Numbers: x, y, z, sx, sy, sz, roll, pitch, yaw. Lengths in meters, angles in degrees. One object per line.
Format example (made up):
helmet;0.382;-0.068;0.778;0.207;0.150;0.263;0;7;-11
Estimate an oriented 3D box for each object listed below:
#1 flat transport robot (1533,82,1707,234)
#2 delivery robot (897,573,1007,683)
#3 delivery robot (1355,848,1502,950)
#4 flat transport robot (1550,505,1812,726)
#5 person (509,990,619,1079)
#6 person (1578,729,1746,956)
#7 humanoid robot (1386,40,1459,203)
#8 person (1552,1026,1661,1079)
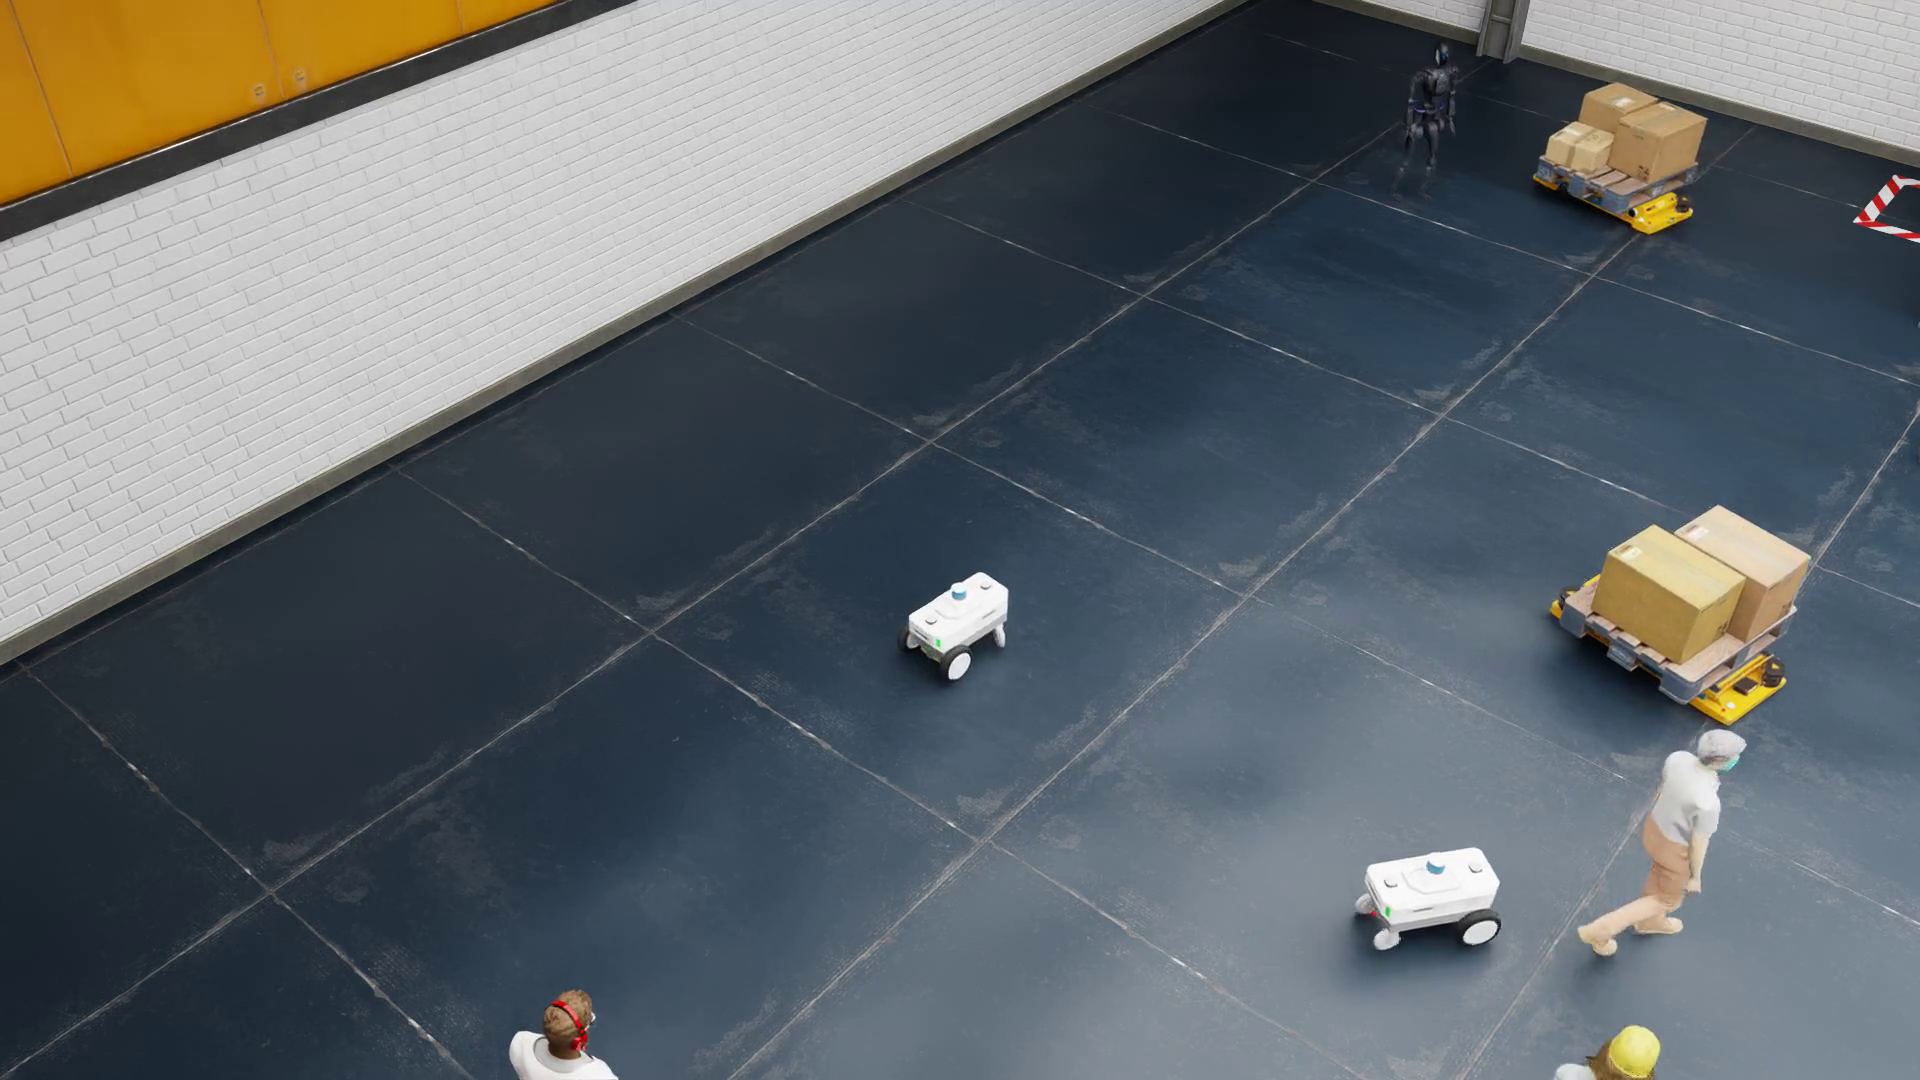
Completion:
flat transport robot;6.521;-3.493;16.622;0.659;0.231;1.431;-24;45;-27
delivery robot;-0.014;0.560;11.354;0.752;0.583;0.521;-31;48;-33
delivery robot;2.709;2.032;9.552;0.815;0.614;0.499;-7;39;-9
flat transport robot;4.862;0.685;11.436;0.659;0.231;1.431;-25;45;-28
person;-1.740;2.733;7.650;0.570;1.833;0.397;17;42;20
person;3.849;1.662;9.067;0.605;1.727;0.503;-2;39;-2
humanoid robot;4.567;-4.085;16.232;0.601;1.647;0.340;-14;41;-16
person;2.819;2.893;7.587;0.501;1.662;0.834;17;42;20
